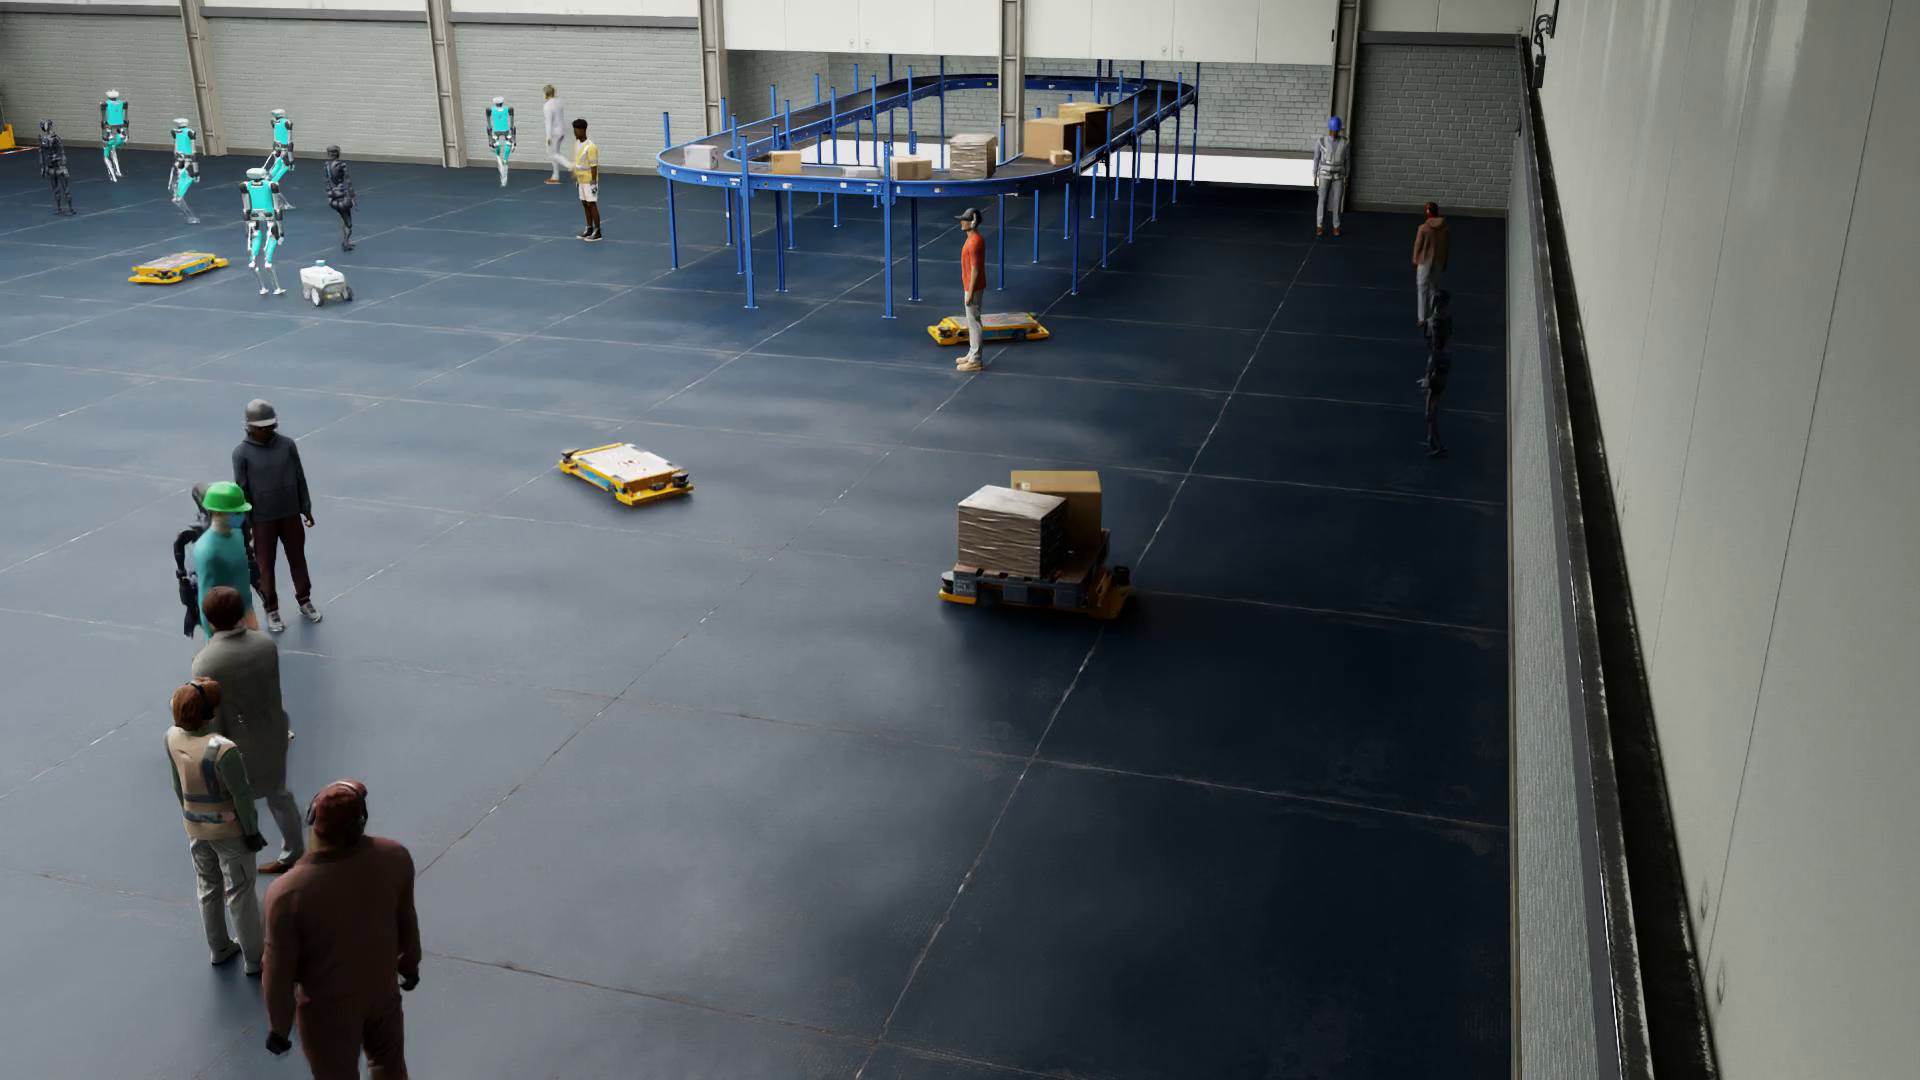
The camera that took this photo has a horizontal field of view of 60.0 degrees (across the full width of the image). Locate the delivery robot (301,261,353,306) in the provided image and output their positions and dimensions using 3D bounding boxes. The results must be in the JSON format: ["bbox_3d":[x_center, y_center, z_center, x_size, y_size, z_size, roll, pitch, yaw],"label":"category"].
[{"bbox_3d":[-8.799,-3.549,23.008,0.812,0.611,0.499,20,29,41],"label":"delivery robot"}]

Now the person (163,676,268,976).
[{"bbox_3d":[-3.768,1.464,8.472,0.510,1.640,0.306,10,23,24],"label":"person"}]

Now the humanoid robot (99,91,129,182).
[{"bbox_3d":[-16.716,-7.951,32.783,0.832,1.773,0.546,16,26,36],"label":"humanoid robot"}]

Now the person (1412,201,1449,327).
[{"bbox_3d":[6.109,-3.568,21.542,0.510,1.625,0.396,-5,22,-13],"label":"person"}]

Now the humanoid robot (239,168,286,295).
[{"bbox_3d":[-9.690,-4.243,23.029,0.530,1.717,0.716,-1,21,-3],"label":"humanoid robot"}]

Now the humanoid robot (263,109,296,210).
[{"bbox_3d":[-12.158,-6.741,29.518,0.530,1.723,0.701,14,25,33],"label":"humanoid robot"}]

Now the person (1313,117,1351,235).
[{"bbox_3d":[6.128,-5.999,27.428,0.609,1.936,0.417,0,21,0],"label":"person"}]

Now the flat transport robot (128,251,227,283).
[{"bbox_3d":[-11.591,-4.037,24.649,0.659,0.231,1.431,4,21,10],"label":"flat transport robot"}]

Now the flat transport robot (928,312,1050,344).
[{"bbox_3d":[0.363,-2.688,21.150,1.431,0.231,0.659,-5,22,-13],"label":"flat transport robot"}]

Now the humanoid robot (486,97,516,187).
[{"bbox_3d":[-8.829,-7.666,32.054,0.540,1.768,0.905,-6,22,-16],"label":"humanoid robot"}]

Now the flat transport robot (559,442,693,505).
[{"bbox_3d":[-3.200,-0.650,15.864,0.659,0.231,1.431,-17,27,-37],"label":"flat transport robot"}]

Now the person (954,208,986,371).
[{"bbox_3d":[0.121,-2.941,19.526,0.380,1.913,0.475,0,21,0],"label":"person"}]

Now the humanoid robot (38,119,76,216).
[{"bbox_3d":[-15.860,-6.541,29.165,0.599,1.657,0.315,7,22,18],"label":"humanoid robot"}]

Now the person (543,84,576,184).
[{"bbox_3d":[-7.794,-7.855,32.261,0.691,1.914,0.636,4,21,10],"label":"person"}]

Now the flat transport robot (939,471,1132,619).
[{"bbox_3d":[0.603,0.360,13.244,1.431,0.231,0.659,6,22,15],"label":"flat transport robot"}]

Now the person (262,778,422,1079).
[{"bbox_3d":[-2.601,1.904,7.018,0.407,1.877,0.714,14,25,32],"label":"person"}]

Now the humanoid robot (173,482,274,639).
[{"bbox_3d":[-5.030,0.361,11.293,0.419,1.636,0.600,15,26,34],"label":"humanoid robot"}]

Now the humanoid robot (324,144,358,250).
[{"bbox_3d":[-9.710,-5.414,26.257,0.609,1.641,0.466,12,24,29],"label":"humanoid robot"}]

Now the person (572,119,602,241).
[{"bbox_3d":[-6.064,-5.848,27.006,0.369,1.958,0.604,-15,26,-34],"label":"person"}]

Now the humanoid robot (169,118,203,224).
[{"bbox_3d":[-13.285,-6.249,28.328,0.531,1.782,0.629,11,24,26],"label":"humanoid robot"}]

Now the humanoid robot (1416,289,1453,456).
[{"bbox_3d":[4.766,-1.689,16.603,0.379,1.646,0.585,7,22,18],"label":"humanoid robot"}]

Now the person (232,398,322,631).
[{"bbox_3d":[-5.174,-0.205,12.576,0.552,1.805,0.380,-17,27,-37],"label":"person"}]

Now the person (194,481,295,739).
[{"bbox_3d":[-4.780,0.491,10.732,0.619,1.839,0.521,1,21,3],"label":"person"}]

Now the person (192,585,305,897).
[{"bbox_3d":[-3.916,1.118,9.144,0.386,1.819,0.518,12,24,28],"label":"person"}]
